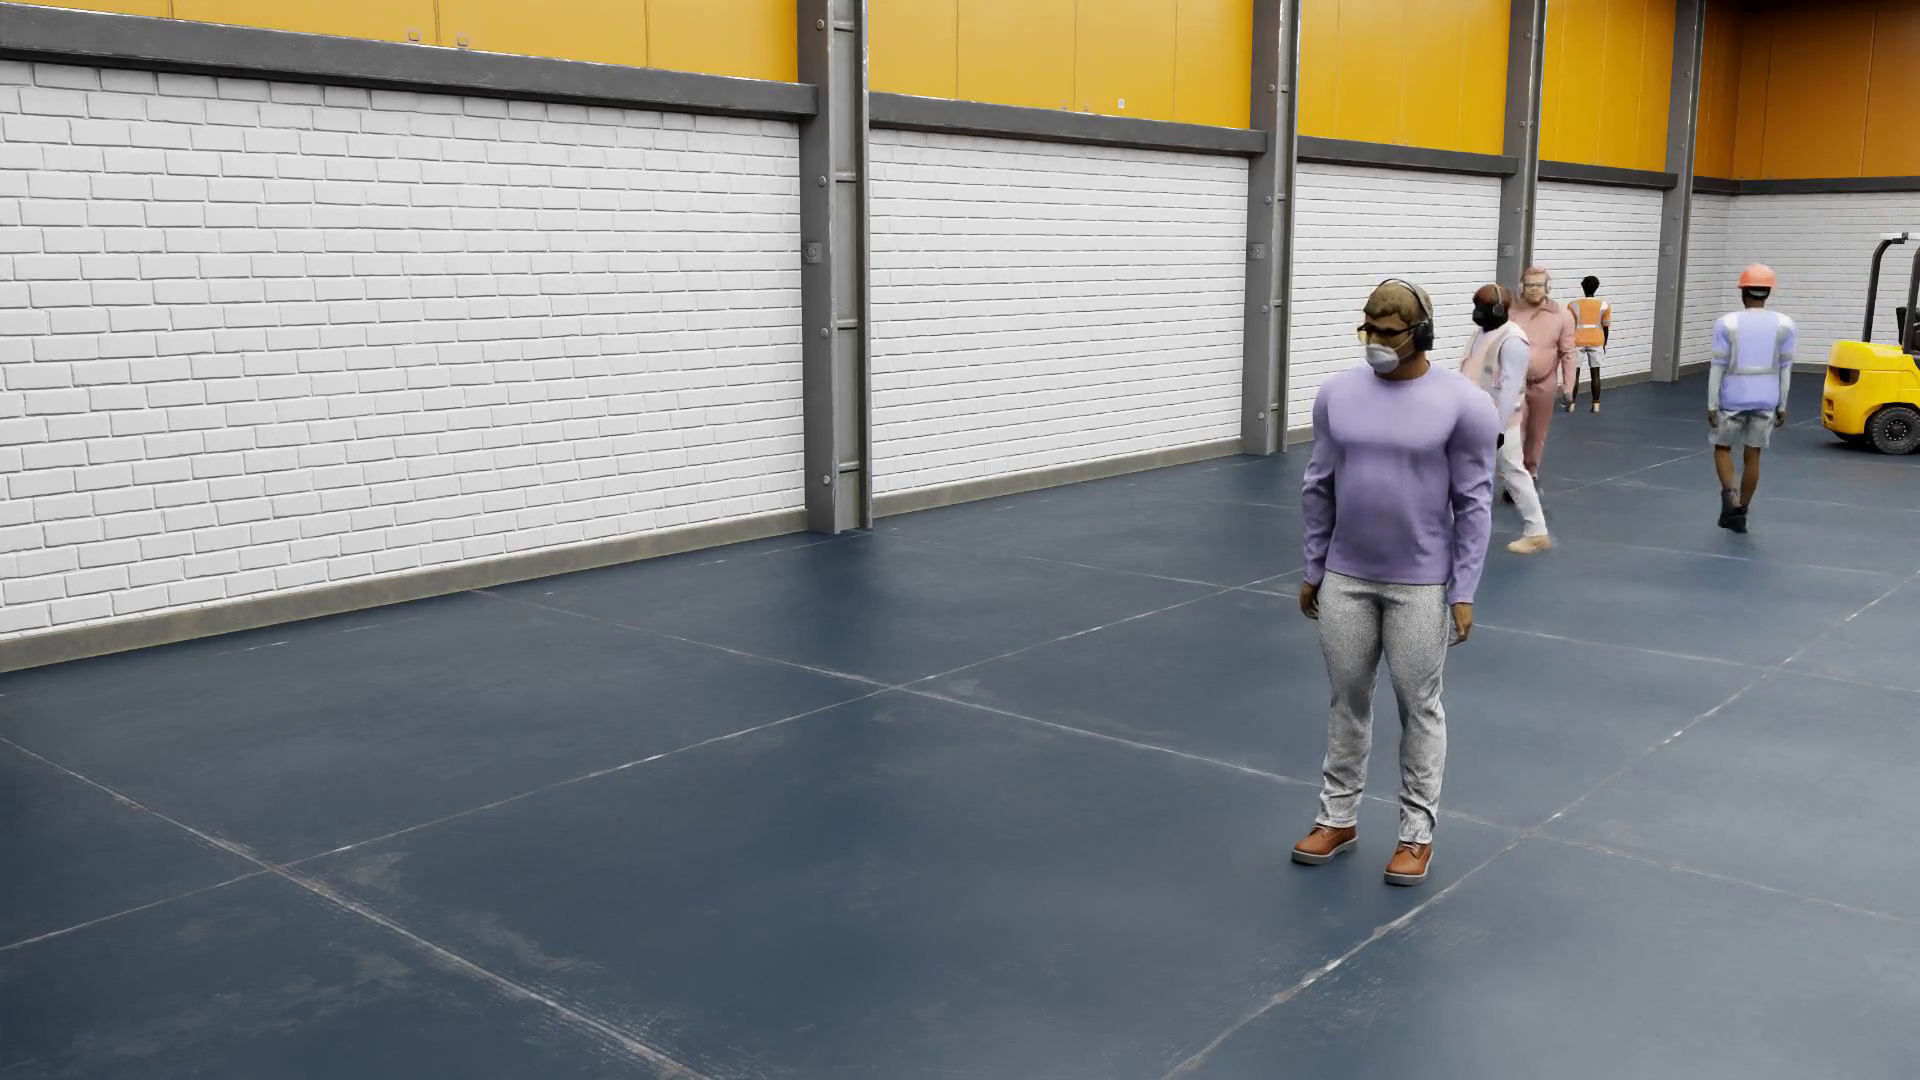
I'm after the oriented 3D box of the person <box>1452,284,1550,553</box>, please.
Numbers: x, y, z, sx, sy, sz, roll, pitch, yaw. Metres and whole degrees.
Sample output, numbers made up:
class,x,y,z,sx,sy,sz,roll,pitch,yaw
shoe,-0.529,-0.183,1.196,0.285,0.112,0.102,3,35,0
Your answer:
class,x,y,z,sx,sy,sz,roll,pitch,yaw
person,3.518,-0.785,10.986,0.950,1.798,0.641,-2,10,-11

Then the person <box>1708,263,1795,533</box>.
class,x,y,z,sx,sy,sz,roll,pitch,yaw
person,5.586,-0.992,11.785,0.551,1.920,0.449,2,10,14

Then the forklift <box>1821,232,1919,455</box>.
class,x,y,z,sx,sy,sz,roll,pitch,yaw
forklift,9.955,-1.972,16.595,2.313,2.155,1.214,1,10,8

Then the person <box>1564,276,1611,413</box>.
class,x,y,z,sx,sy,sz,roll,pitch,yaw
person,7.743,-2.411,20.539,0.529,1.690,0.321,2,10,13

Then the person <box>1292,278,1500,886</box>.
class,x,y,z,sx,sy,sz,roll,pitch,yaw
person,1.378,0.135,5.347,0.627,1.934,0.370,8,13,37

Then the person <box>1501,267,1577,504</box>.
class,x,y,z,sx,sy,sz,roll,pitch,yaw
person,4.518,-1.207,13.167,0.679,1.860,0.952,3,10,15
